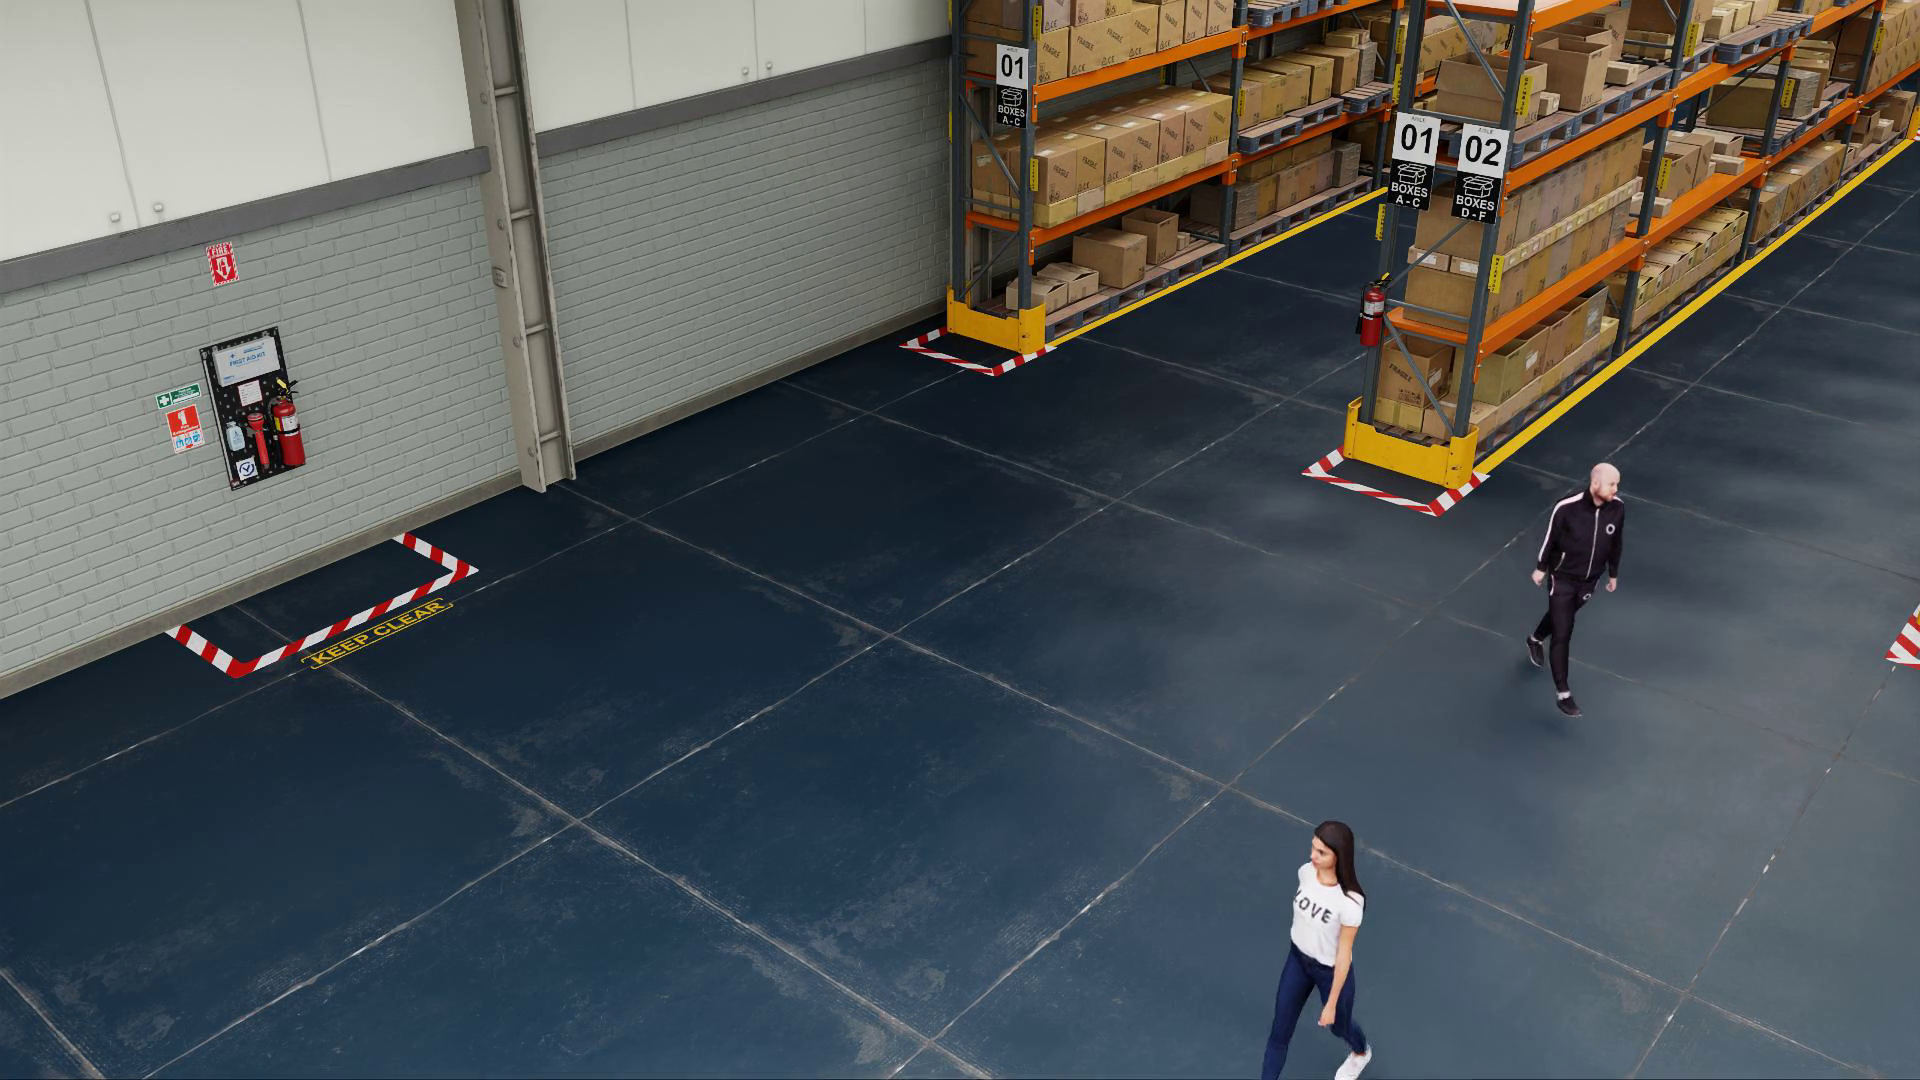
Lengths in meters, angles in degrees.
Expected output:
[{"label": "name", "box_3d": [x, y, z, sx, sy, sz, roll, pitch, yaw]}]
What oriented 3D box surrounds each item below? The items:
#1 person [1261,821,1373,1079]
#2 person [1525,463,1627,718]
[{"label": "person", "box_3d": [1.858, 2.128, 8.226, 1.200, 1.738, 0.814, -18, 33, -30]}, {"label": "person", "box_3d": [4.284, 0.240, 11.734, 1.266, 1.774, 1.294, -3, 28, -5]}]
